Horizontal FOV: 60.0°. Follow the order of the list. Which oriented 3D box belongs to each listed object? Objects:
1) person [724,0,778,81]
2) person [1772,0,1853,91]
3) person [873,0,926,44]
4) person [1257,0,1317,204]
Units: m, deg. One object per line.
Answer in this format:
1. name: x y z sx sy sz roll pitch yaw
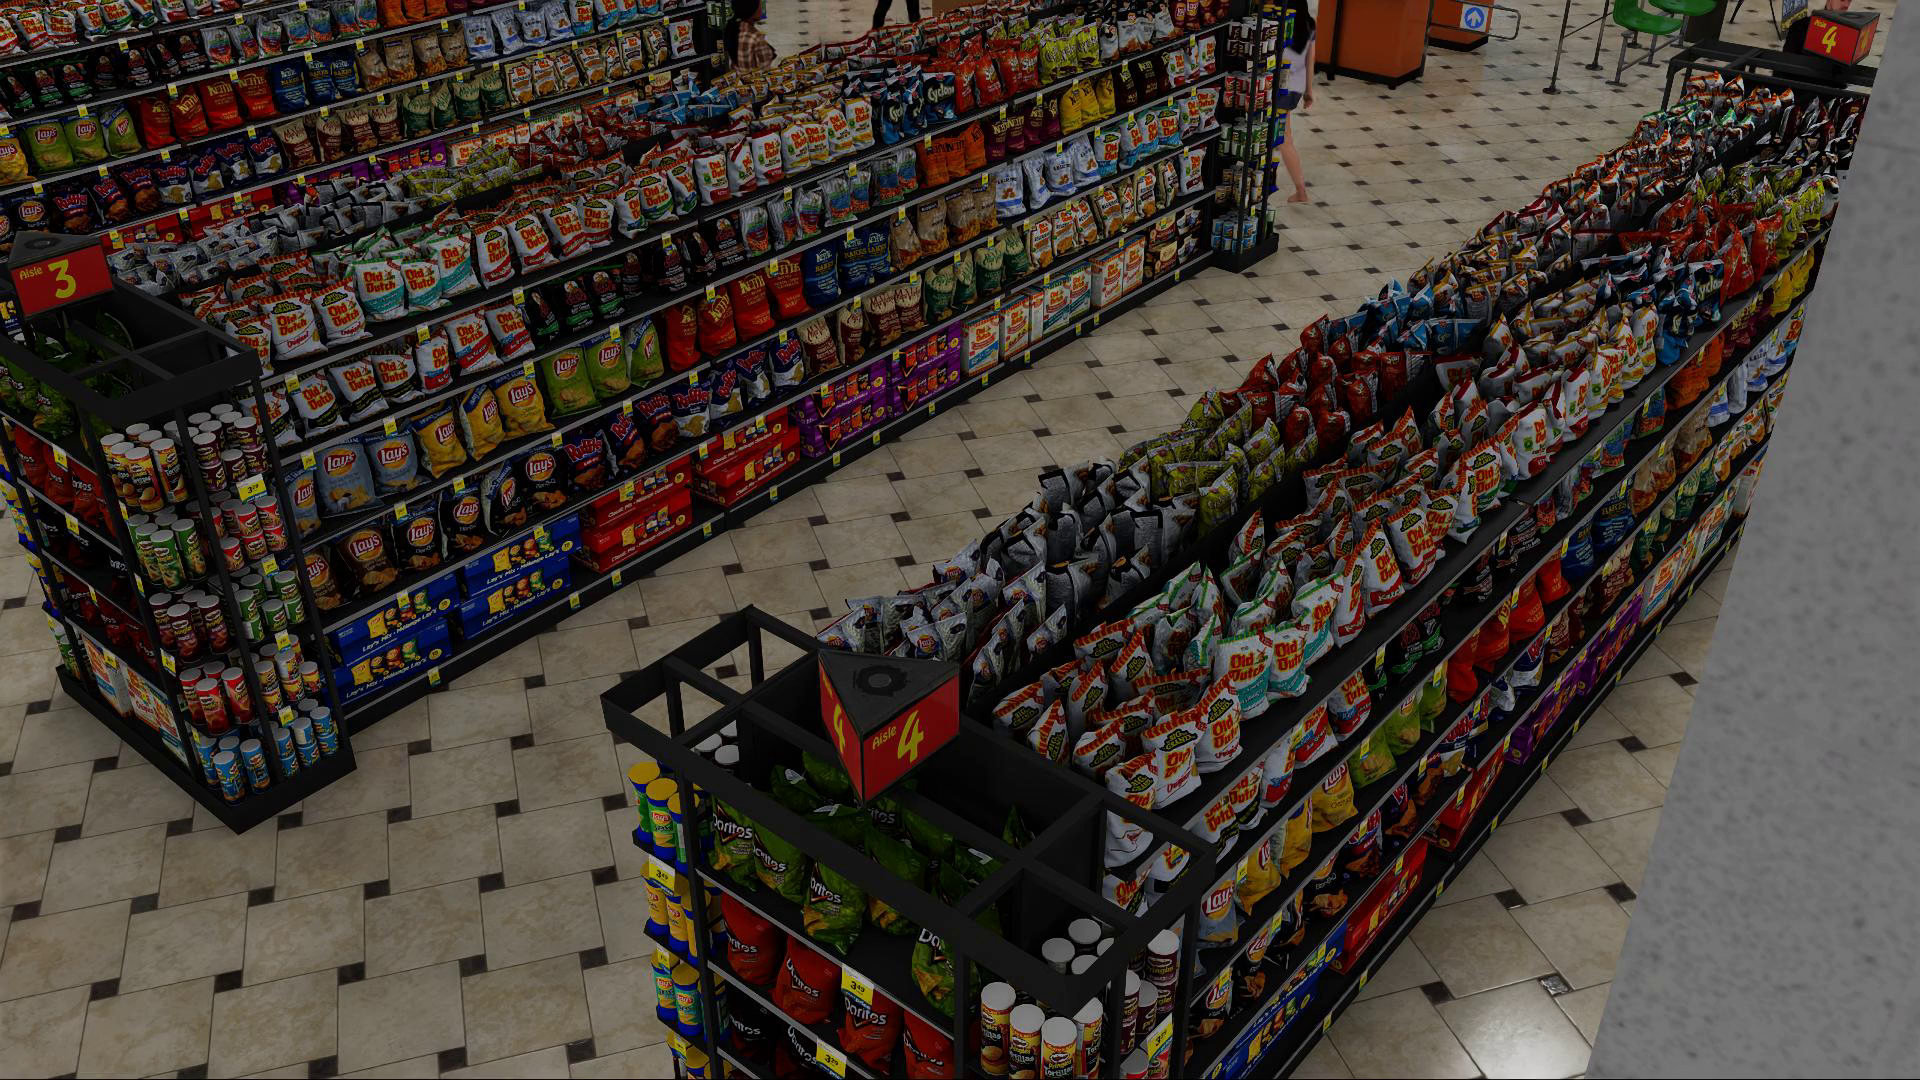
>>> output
1. person: -1.483 -3.049 11.944 0.588 1.794 0.613 -24 39 -34
2. person: 6.122 -3.237 12.224 0.840 1.818 0.942 -11 33 -17
3. person: -0.717 -5.524 16.023 0.851 1.687 0.971 13 34 20
4. person: 2.489 -3.349 12.558 1.155 1.656 0.921 -17 36 -25
